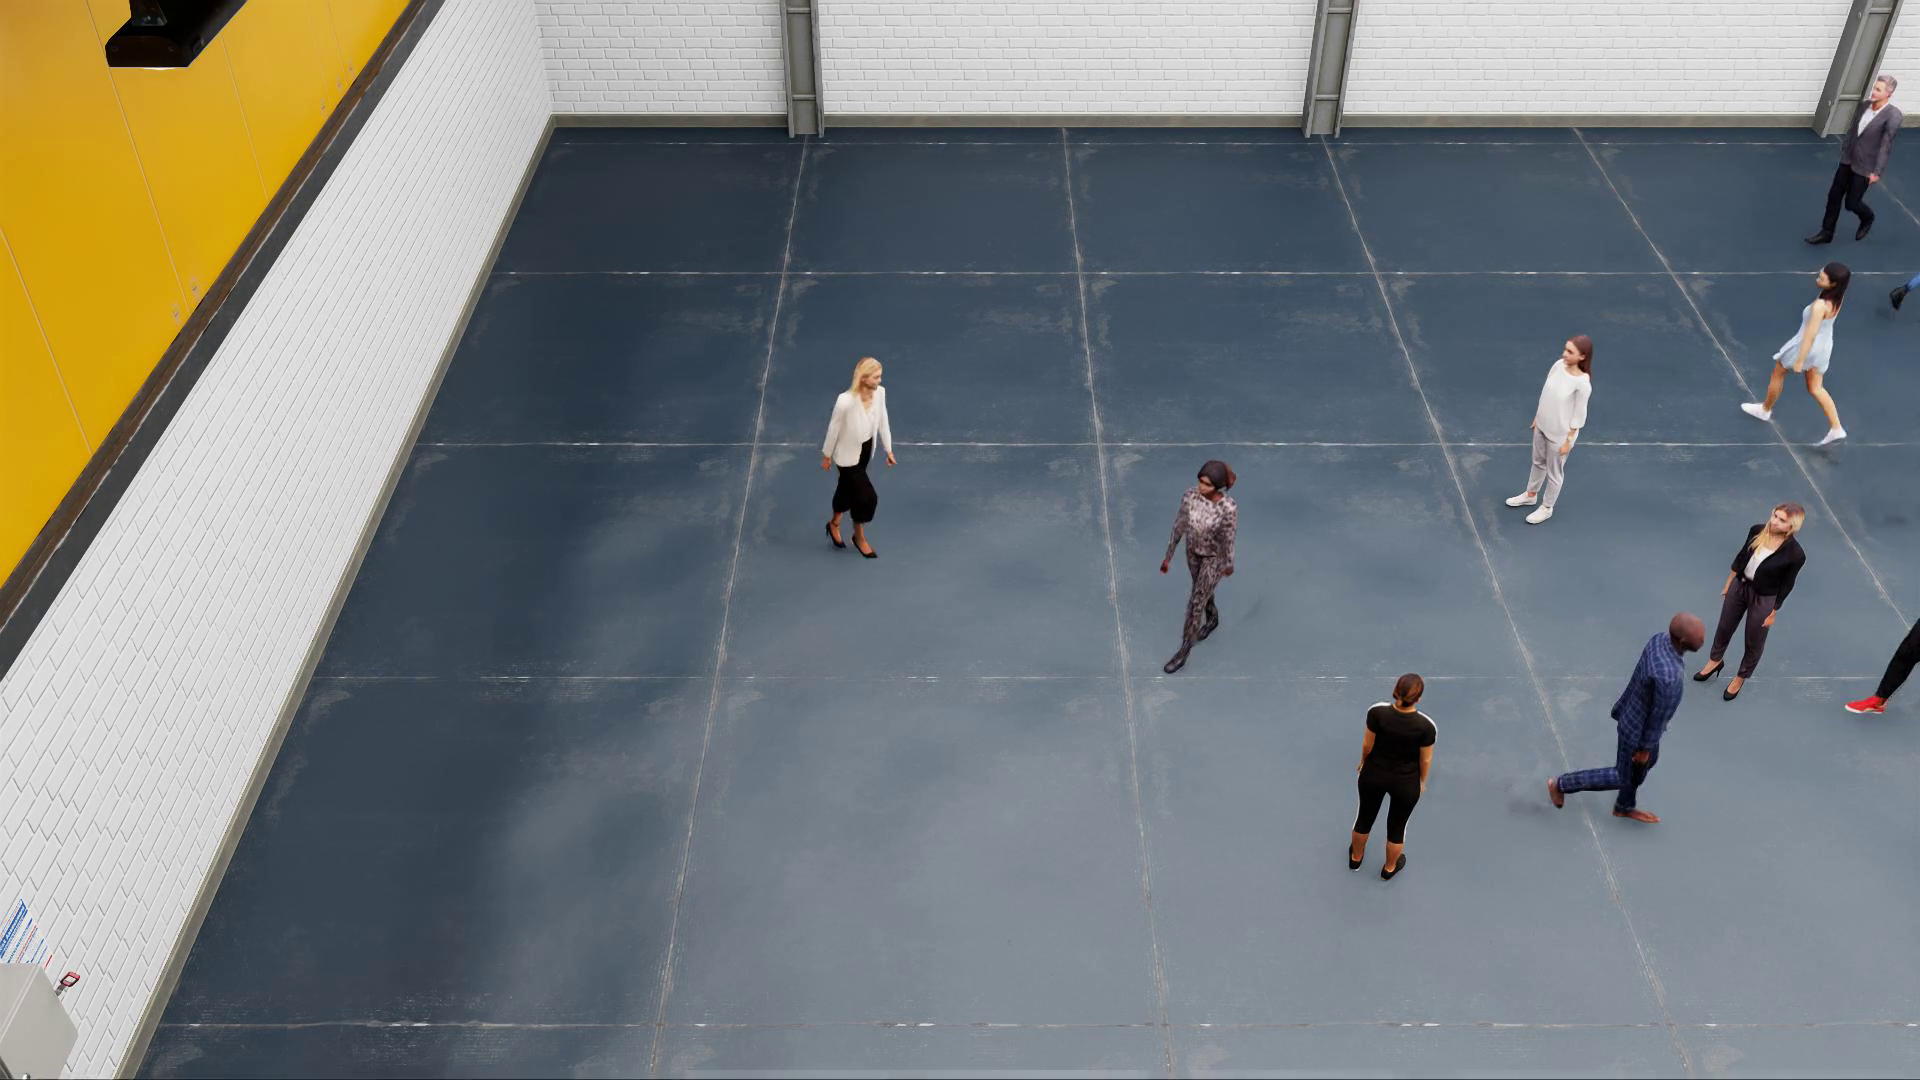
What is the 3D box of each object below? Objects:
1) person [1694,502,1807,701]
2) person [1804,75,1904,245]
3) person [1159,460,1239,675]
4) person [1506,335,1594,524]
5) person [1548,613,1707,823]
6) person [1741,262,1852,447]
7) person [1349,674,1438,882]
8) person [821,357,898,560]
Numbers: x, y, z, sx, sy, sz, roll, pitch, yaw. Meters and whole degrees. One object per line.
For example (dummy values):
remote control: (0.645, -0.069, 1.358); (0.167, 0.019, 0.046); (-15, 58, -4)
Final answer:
person: (5.546, 0.412, 11.611); (0.693, 1.672, 0.678); (-21, 43, -24)
person: (9.134, -3.804, 16.770); (0.990, 1.822, 0.885); (-11, 40, -14)
person: (1.819, 0.097, 11.997); (1.053, 1.681, 0.996); (-31, 48, -33)
person: (4.752, -0.902, 13.243); (0.667, 1.689, 0.674); (-15, 41, -18)
person: (4.256, 1.151, 10.589); (1.077, 1.792, 0.837); (10, 40, 13)
person: (7.265, -1.544, 14.051); (1.156, 1.683, 1.162); (-25, 45, -28)
person: (2.672, 1.459, 10.302); (0.605, 1.668, 0.721); (18, 42, 21)
person: (-0.879, -0.625, 12.798); (0.857, 1.811, 0.924); (-28, 47, -31)
